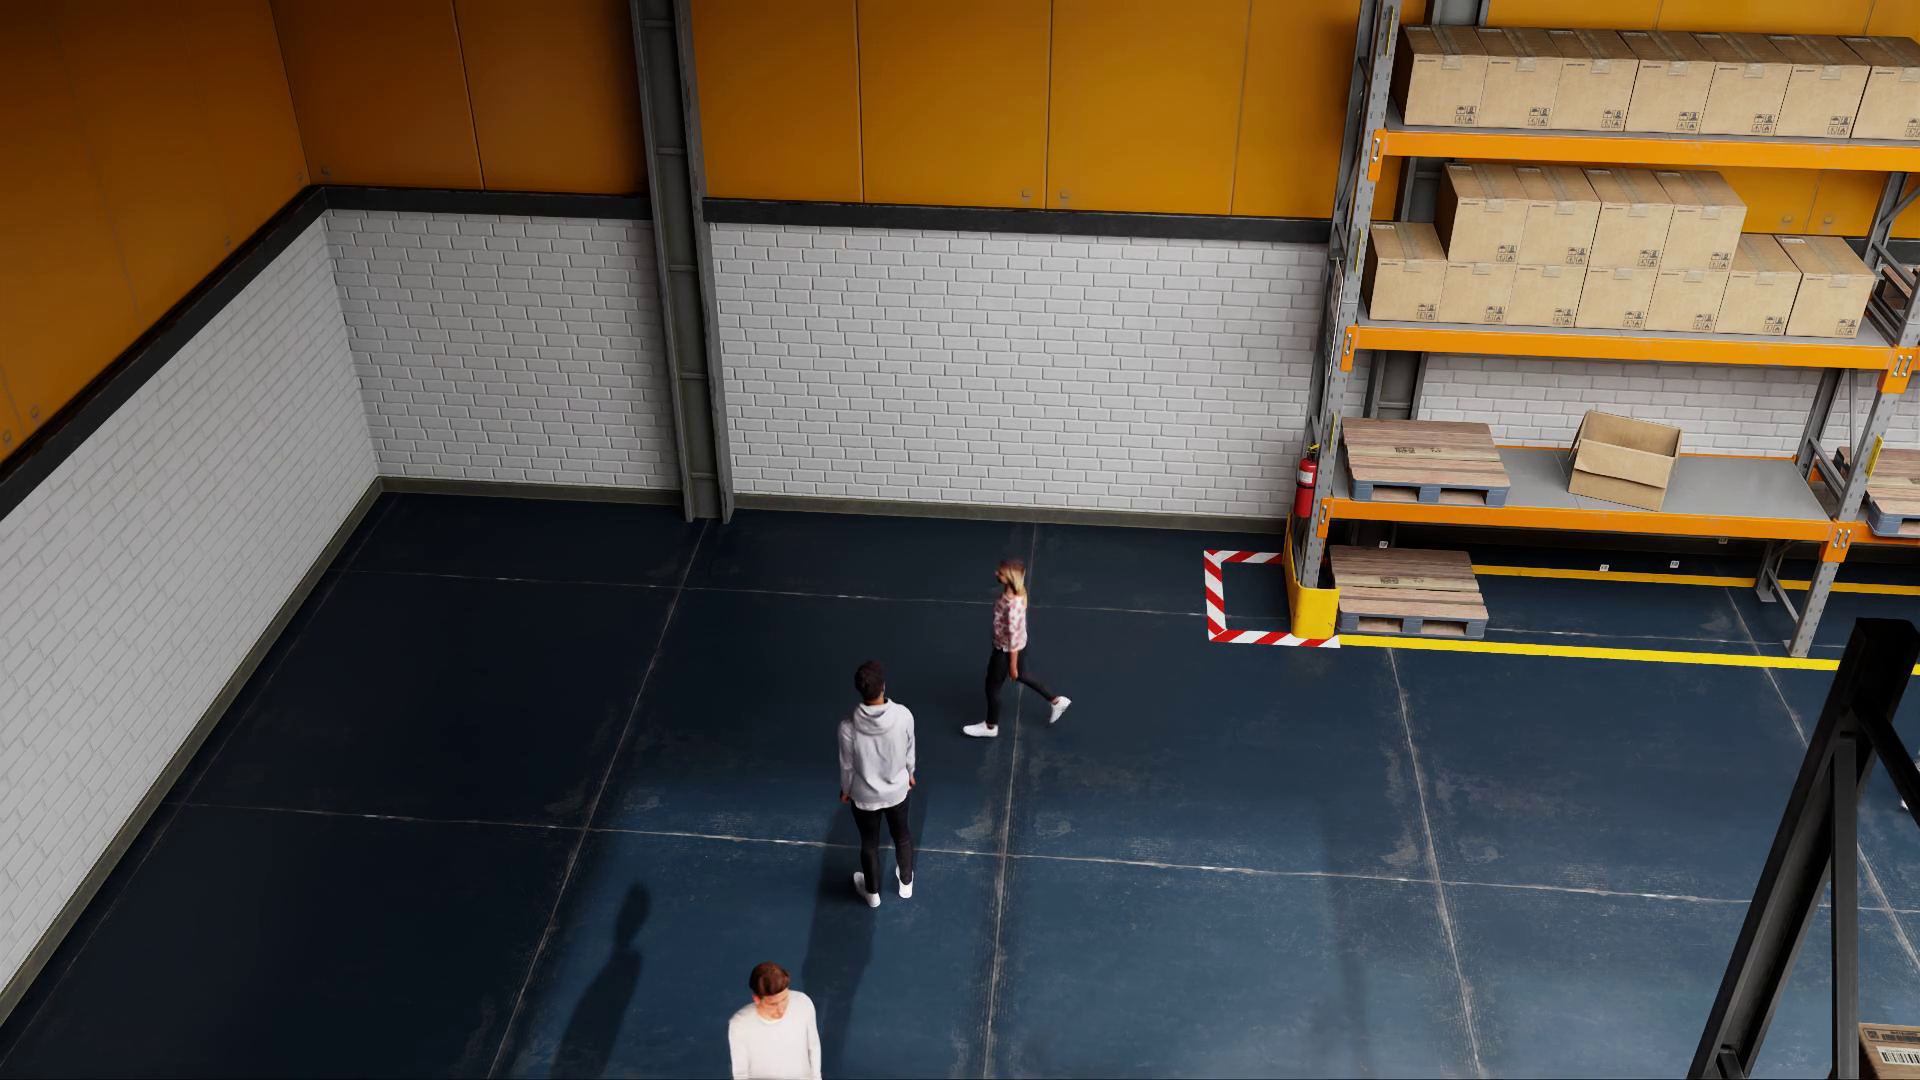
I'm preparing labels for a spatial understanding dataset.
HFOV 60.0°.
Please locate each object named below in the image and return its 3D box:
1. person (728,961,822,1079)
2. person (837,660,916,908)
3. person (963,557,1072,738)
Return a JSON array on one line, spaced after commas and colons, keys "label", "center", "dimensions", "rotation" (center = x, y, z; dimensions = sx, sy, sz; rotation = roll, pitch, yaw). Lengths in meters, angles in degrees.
[{"label": "person", "center": [-0.978, 2.922, 8.883], "dimensions": [0.695, 1.900, 0.803], "rotation": [-15, 36, -21]}, {"label": "person", "center": [-0.518, 1.608, 10.835], "dimensions": [0.673, 1.927, 0.817], "rotation": [-10, 35, -15]}, {"label": "person", "center": [0.452, 0.804, 12.333], "dimensions": [1.018, 1.608, 0.568], "rotation": [3, 34, 4]}]
